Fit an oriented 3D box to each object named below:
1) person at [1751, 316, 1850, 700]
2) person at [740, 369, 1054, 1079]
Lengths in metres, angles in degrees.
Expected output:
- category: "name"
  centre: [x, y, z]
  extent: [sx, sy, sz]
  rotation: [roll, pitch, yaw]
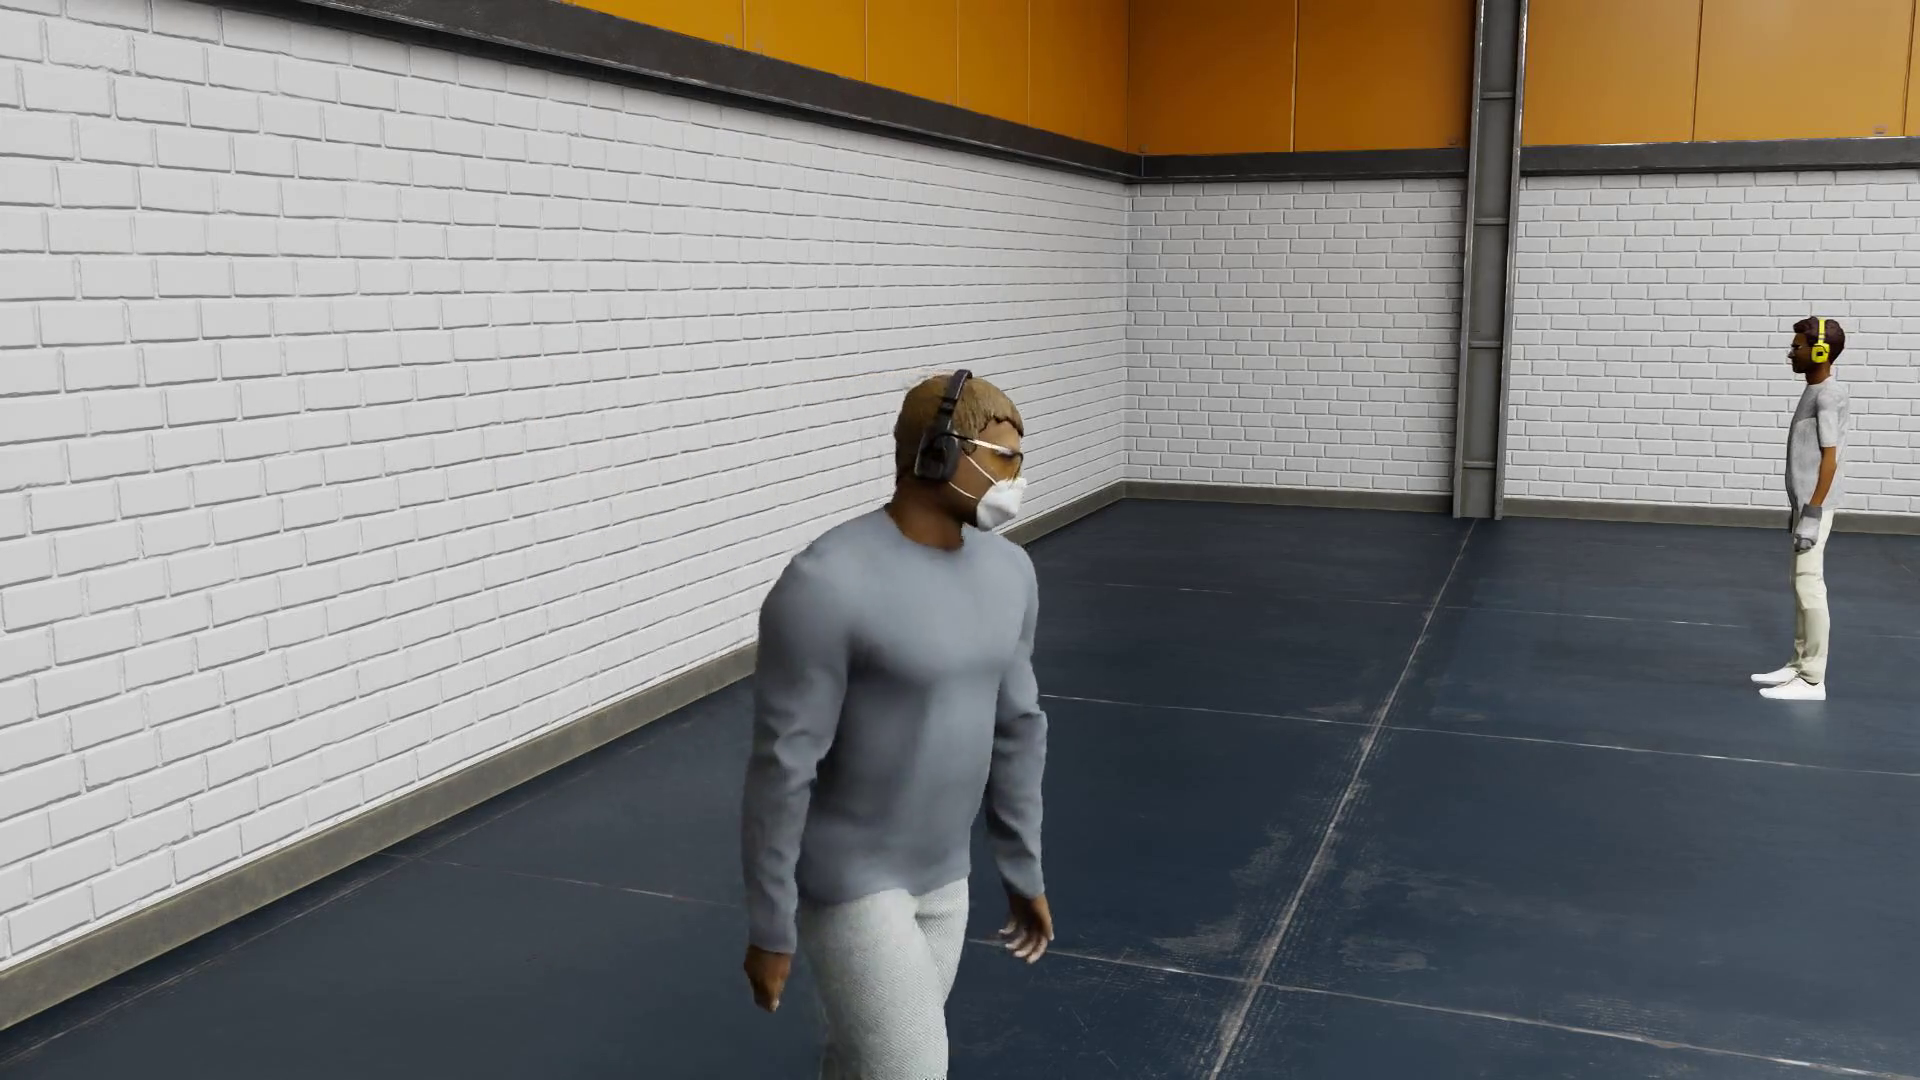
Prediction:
- category: "person"
  centre: [4.135, -0.150, 8.135]
  extent: [0.328, 1.872, 0.514]
  rotation: [3, 10, 20]
- category: "person"
  centre: [-0.096, 0.643, 3.058]
  extent: [0.625, 1.900, 0.665]
  rotation: [6, 11, 34]
